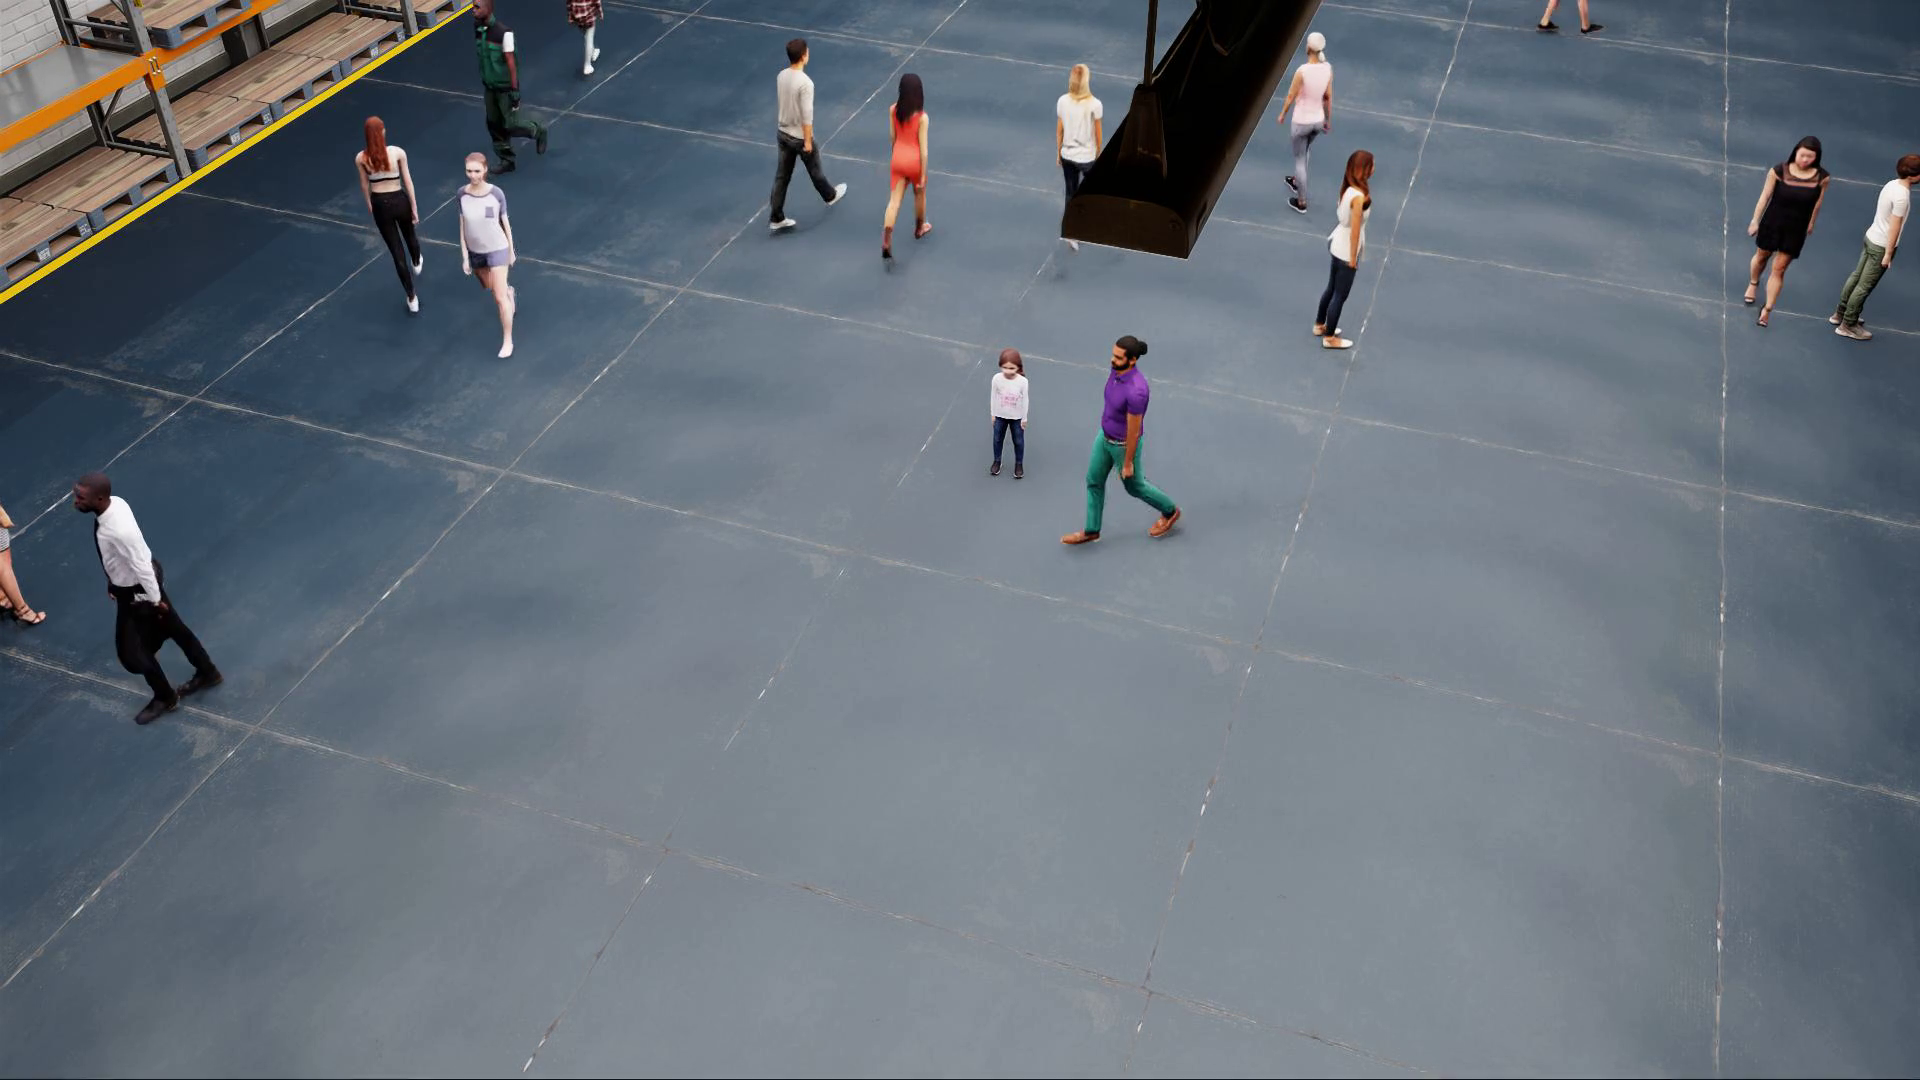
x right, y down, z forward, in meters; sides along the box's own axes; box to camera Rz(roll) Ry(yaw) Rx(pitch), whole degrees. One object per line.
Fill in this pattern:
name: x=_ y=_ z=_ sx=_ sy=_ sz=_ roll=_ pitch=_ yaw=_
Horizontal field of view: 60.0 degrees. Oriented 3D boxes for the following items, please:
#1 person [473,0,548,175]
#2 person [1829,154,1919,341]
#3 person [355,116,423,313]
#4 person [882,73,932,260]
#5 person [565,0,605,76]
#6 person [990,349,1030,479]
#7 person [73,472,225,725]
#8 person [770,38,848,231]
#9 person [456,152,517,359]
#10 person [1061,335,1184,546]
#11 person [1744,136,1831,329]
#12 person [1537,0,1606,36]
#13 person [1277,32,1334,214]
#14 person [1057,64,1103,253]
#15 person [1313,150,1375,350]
person: x=-4.510 y=-4.556 z=16.582 sx=0.849 sy=1.822 sz=1.036 roll=25 pitch=45 yaw=28
person: x=7.838 y=-2.520 z=14.167 sx=0.670 sy=1.654 sz=0.505 roll=8 pitch=39 yaw=10
person: x=-4.936 y=-2.797 z=14.475 sx=1.035 sy=1.702 sz=1.160 roll=-13 pitch=40 yaw=-15
person: x=-0.507 y=-3.379 z=15.219 sx=0.657 sy=1.683 sz=1.138 roll=16 pitch=41 yaw=19
person: x=-4.226 y=-5.863 z=18.657 sx=0.681 sy=1.274 sz=0.961 roll=4 pitch=39 yaw=4
person: x=0.375 y=-0.981 z=12.676 sx=0.463 sy=1.110 sz=0.490 roll=7 pitch=39 yaw=9
person: x=-5.077 y=0.284 z=10.523 sx=0.960 sy=1.821 sz=0.885 roll=-20 pitch=43 yaw=-24
person: x=-1.611 y=-3.753 z=15.631 sx=0.983 sy=1.754 sz=1.295 roll=30 pitch=47 yaw=32
person: x=-3.957 y=-2.480 z=14.051 sx=0.744 sy=1.736 sz=1.127 roll=4 pitch=39 yaw=4
person: x=1.248 y=-0.691 z=11.813 sx=1.154 sy=1.733 sz=1.166 roll=-13 pitch=40 yaw=-16
person: x=7.119 y=-2.737 z=14.415 sx=0.693 sy=1.684 sz=0.978 roll=15 pitch=41 yaw=18
person: x=7.115 y=-6.677 z=19.476 sx=0.772 sy=1.525 sz=0.959 roll=3 pitch=39 yaw=4
person: x=3.369 y=-3.953 z=15.927 sx=0.871 sy=1.698 sz=0.946 roll=-16 pitch=41 yaw=-19
person: x=1.065 y=-3.441 z=15.202 sx=0.654 sy=1.802 sz=0.858 roll=17 pitch=42 yaw=20
person: x=3.213 y=-2.457 z=13.985 sx=0.735 sy=1.782 sz=0.599 roll=0 pitch=39 yaw=0
